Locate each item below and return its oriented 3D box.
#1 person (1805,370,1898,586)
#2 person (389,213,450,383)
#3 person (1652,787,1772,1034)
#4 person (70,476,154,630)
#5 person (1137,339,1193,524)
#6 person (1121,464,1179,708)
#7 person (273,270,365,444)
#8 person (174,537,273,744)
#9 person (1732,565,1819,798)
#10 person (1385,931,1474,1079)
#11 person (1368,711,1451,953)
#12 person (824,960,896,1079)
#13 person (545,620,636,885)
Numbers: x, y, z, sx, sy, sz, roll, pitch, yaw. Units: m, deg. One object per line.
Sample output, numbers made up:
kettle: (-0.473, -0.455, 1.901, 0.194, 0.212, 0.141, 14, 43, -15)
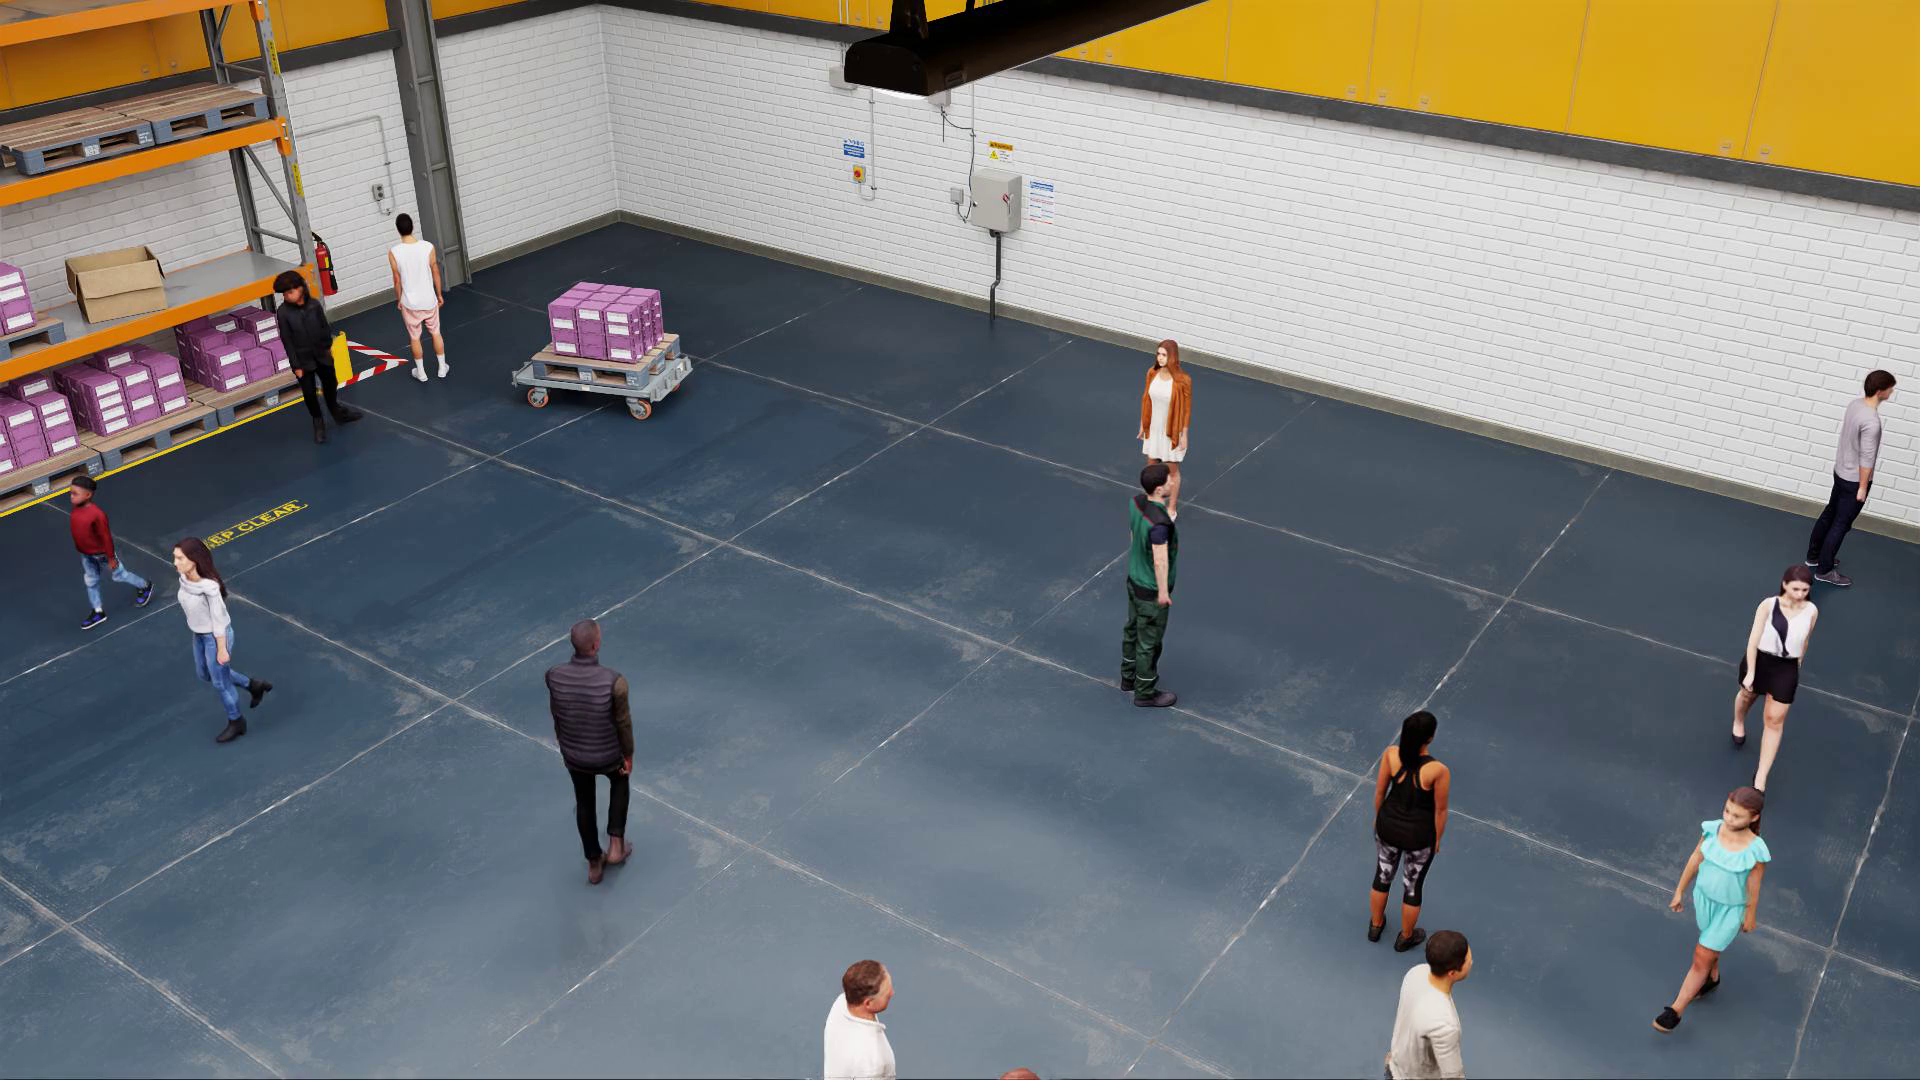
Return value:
person: (7.333, -0.543, 13.681, 0.798, 1.843, 0.637, 5, 29, 8)
person: (-5.663, -2.534, 17.388, 0.674, 1.789, 0.788, -13, 31, -23)
person: (4.308, 2.010, 9.330, 1.024, 1.528, 0.780, -18, 33, -29)
person: (-6.800, 0.052, 13.222, 0.588, 1.237, 0.883, 13, 31, 22)
person: (1.797, -0.968, 14.586, 0.622, 1.721, 0.557, 17, 33, 28)
person: (1.369, 0.310, 12.057, 0.806, 1.900, 0.767, -7, 29, -13)
person: (-6.278, -1.806, 16.099, 0.930, 1.744, 0.613, 15, 32, 26)
person: (-5.184, 0.662, 11.707, 0.671, 1.618, 0.763, 24, 37, 37)
person: (5.495, 0.866, 11.354, 0.836, 1.597, 1.158, 6, 29, 10)
person: (2.087, 2.624, 7.961, 1.087, 1.761, 1.158, 2, 29, 3)
person: (2.623, 1.693, 9.772, 0.574, 1.659, 0.507, 20, 35, 32)
person: (-0.570, 2.705, 7.753, 1.230, 1.817, 1.122, -7, 29, -13)
person: (-2.284, 1.356, 10.224, 0.849, 1.820, 0.864, 2, 29, 3)
